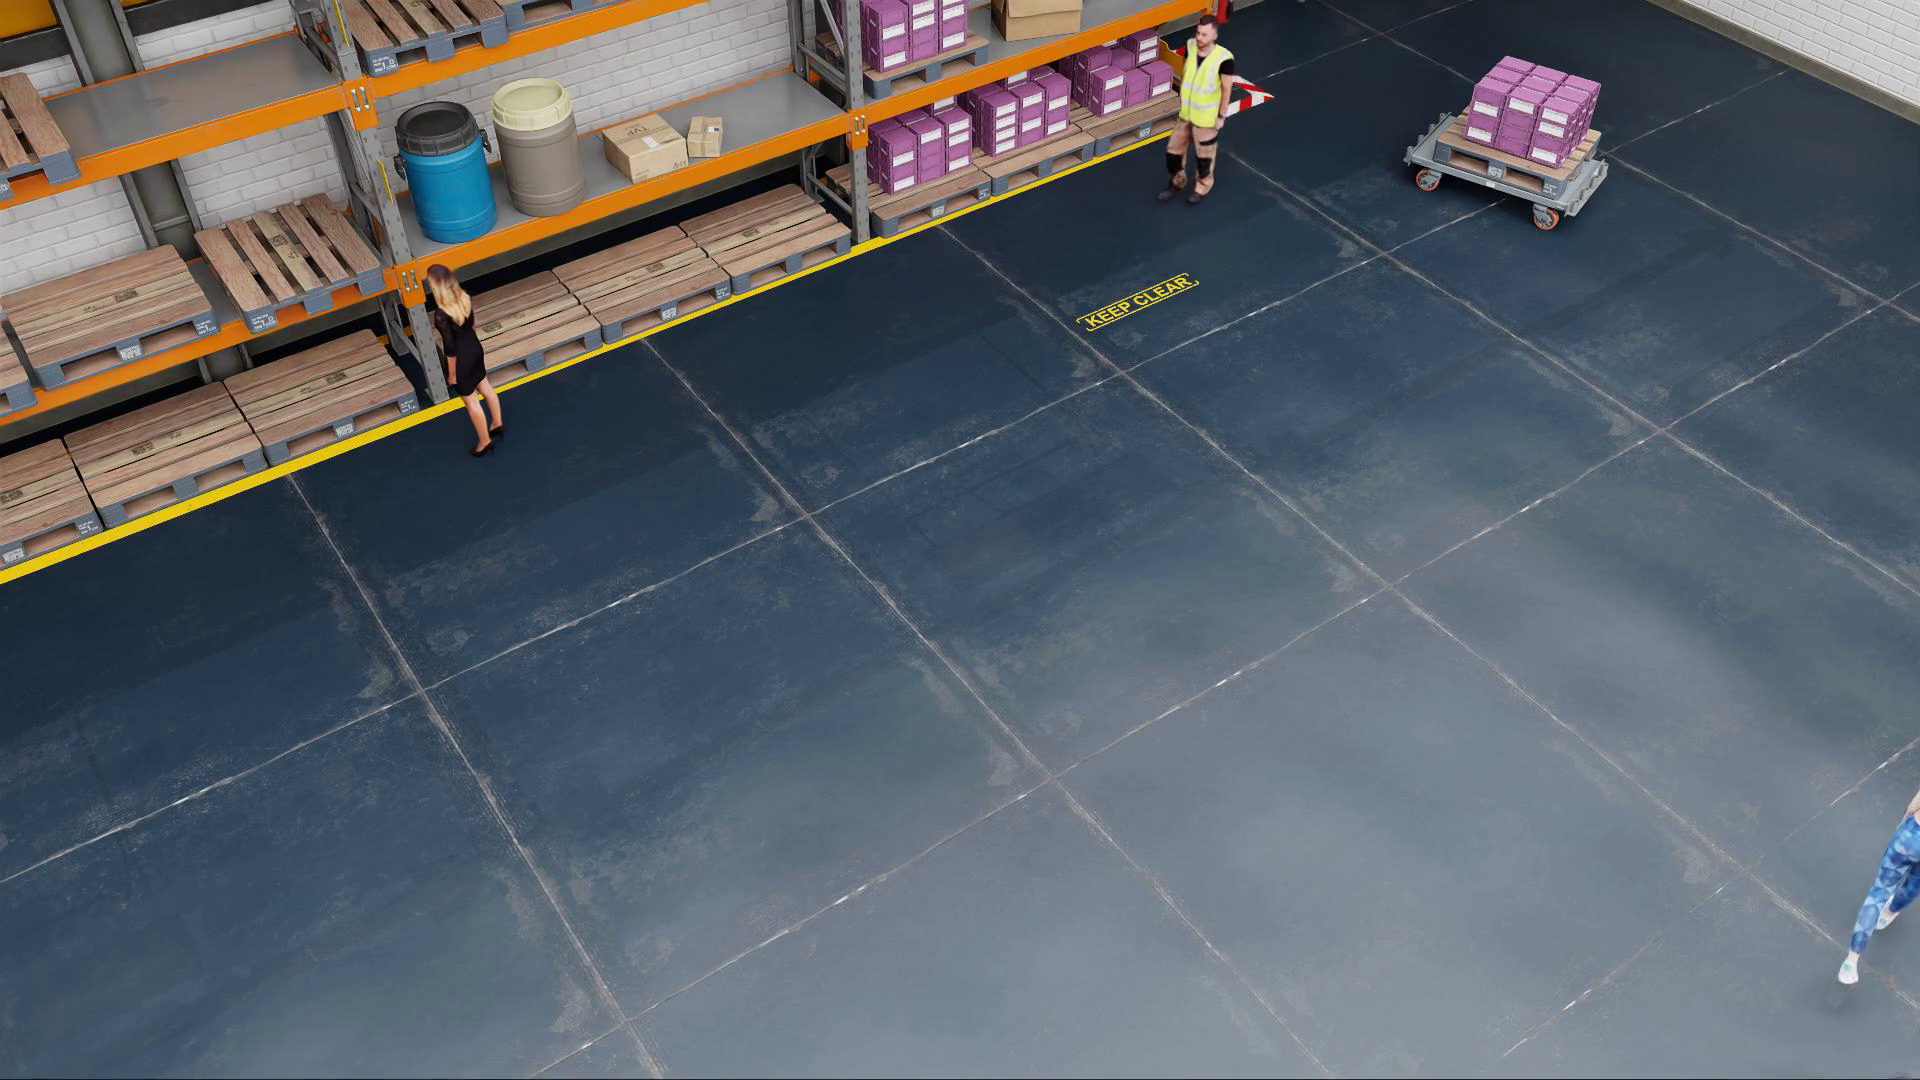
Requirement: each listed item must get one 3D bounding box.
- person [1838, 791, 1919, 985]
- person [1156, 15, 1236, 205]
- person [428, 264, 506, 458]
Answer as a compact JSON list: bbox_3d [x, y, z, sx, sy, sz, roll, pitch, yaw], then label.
[{"bbox_3d":[5.172,1.764,9.019,0.799,1.751,1.187,27,50,25],"label":"person"},{"bbox_3d":[2.195,-3.867,14.874,0.817,1.830,0.885,30,51,28],"label":"person"},{"bbox_3d":[-3.667,-1.333,12.325,0.679,1.675,0.597,11,45,11],"label":"person"}]
